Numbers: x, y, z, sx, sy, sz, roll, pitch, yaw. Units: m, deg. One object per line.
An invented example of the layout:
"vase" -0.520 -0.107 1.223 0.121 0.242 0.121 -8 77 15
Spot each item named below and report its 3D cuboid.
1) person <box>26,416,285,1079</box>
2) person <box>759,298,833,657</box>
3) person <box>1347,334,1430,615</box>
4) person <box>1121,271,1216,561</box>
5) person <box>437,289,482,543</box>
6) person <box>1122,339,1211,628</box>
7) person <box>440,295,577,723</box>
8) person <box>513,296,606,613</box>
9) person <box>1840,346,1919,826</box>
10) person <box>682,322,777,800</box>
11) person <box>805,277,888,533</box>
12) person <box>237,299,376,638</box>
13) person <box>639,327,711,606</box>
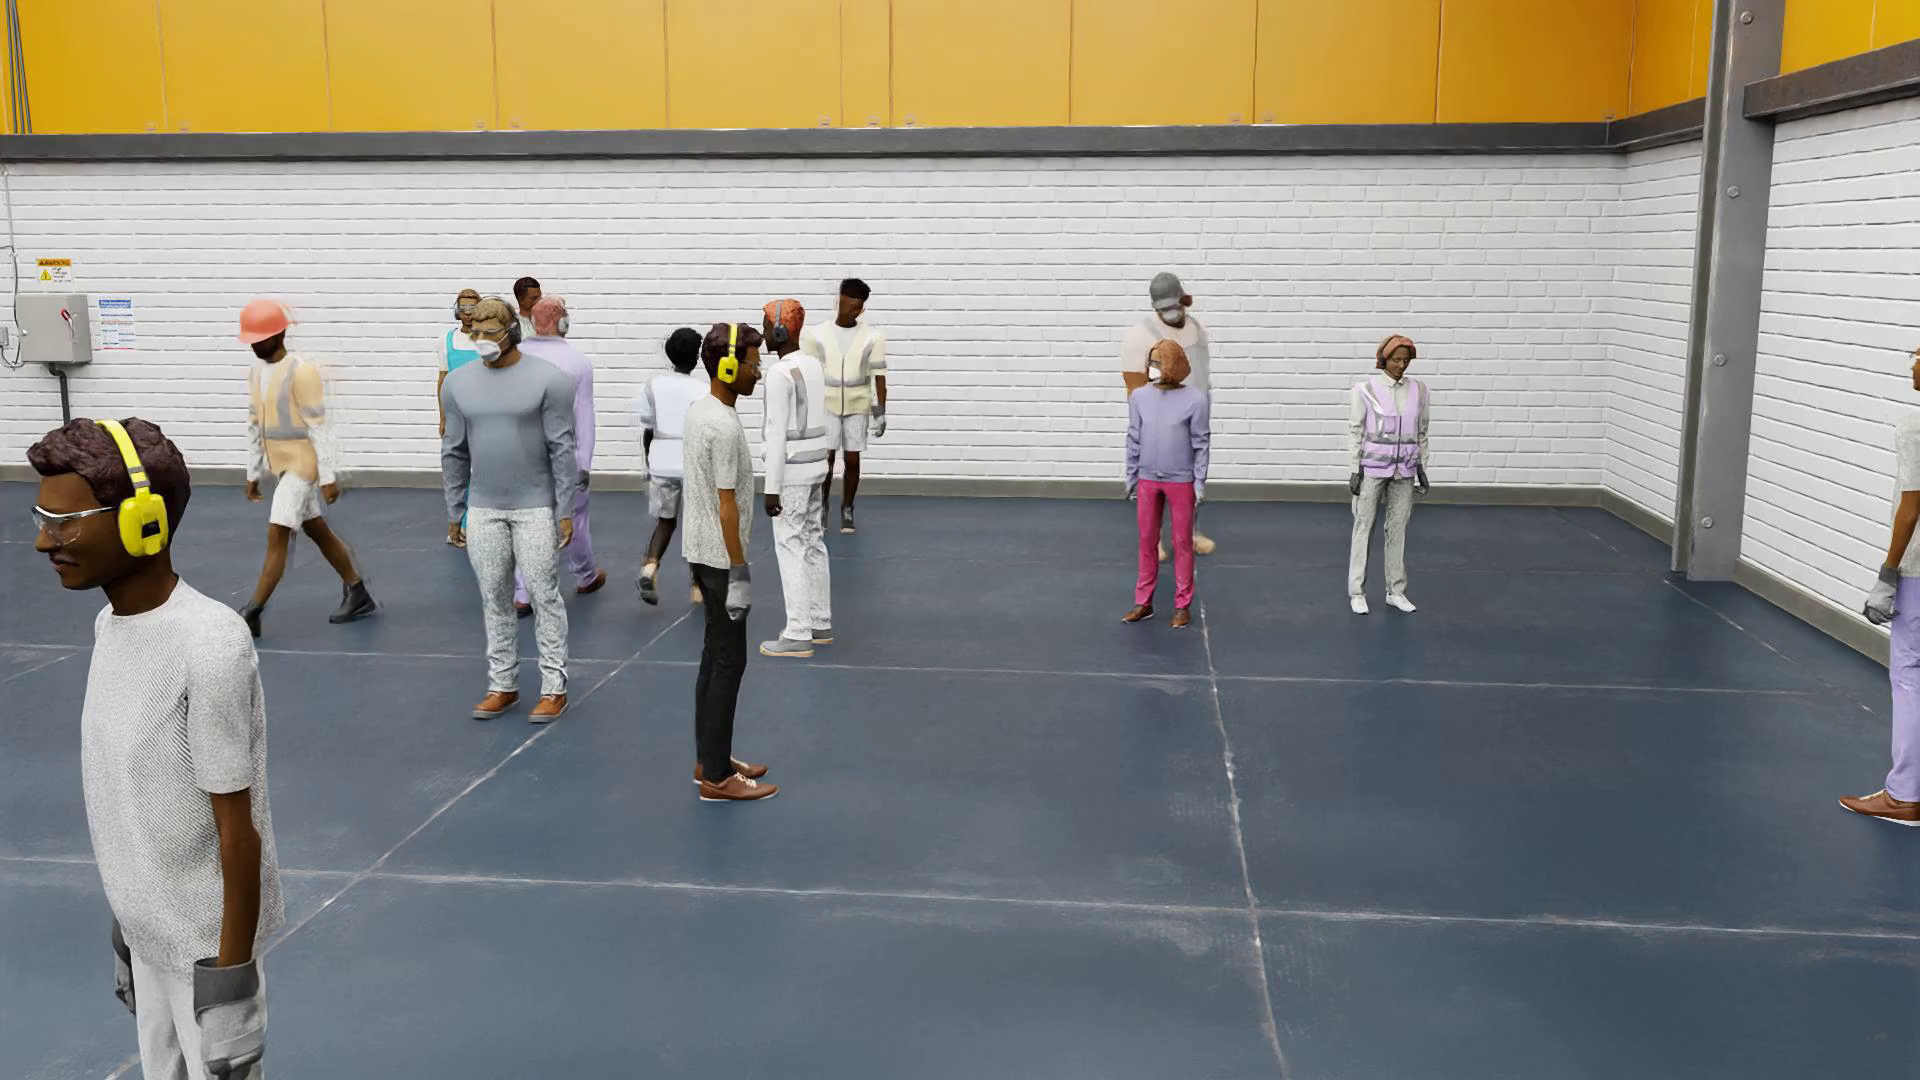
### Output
"person" -1.336 0.714 2.851 0.511 1.861 0.324 9 13 41
"person" -0.873 -0.325 8.755 0.343 1.876 0.579 3 10 17
"person" 2.507 -0.384 9.759 0.511 1.640 0.308 -2 10 -12
"person" 1.444 -0.856 11.311 0.730 2.000 0.556 -5 11 -28
"person" -3.530 -0.889 12.064 0.506 1.847 0.345 -1 10 -3
"person" 1.163 -0.319 9.404 0.501 1.631 0.287 6 12 30
"person" -2.036 -0.134 7.520 0.636 1.928 0.384 1 10 8
"person" -2.442 -0.513 9.908 0.637 1.867 0.995 1 10 6
"person" 3.589 0.124 6.175 0.526 1.876 0.324 -4 11 -22
"person" -0.895 0.091 6.435 0.343 1.857 0.527 -4 11 -20
"person" -0.851 -0.990 12.401 0.623 1.922 0.553 -1 10 -4
"person" -3.708 -0.400 9.220 0.557 1.863 0.995 9 13 41
"person" -1.652 -0.410 9.780 0.538 1.679 0.568 2 10 14
